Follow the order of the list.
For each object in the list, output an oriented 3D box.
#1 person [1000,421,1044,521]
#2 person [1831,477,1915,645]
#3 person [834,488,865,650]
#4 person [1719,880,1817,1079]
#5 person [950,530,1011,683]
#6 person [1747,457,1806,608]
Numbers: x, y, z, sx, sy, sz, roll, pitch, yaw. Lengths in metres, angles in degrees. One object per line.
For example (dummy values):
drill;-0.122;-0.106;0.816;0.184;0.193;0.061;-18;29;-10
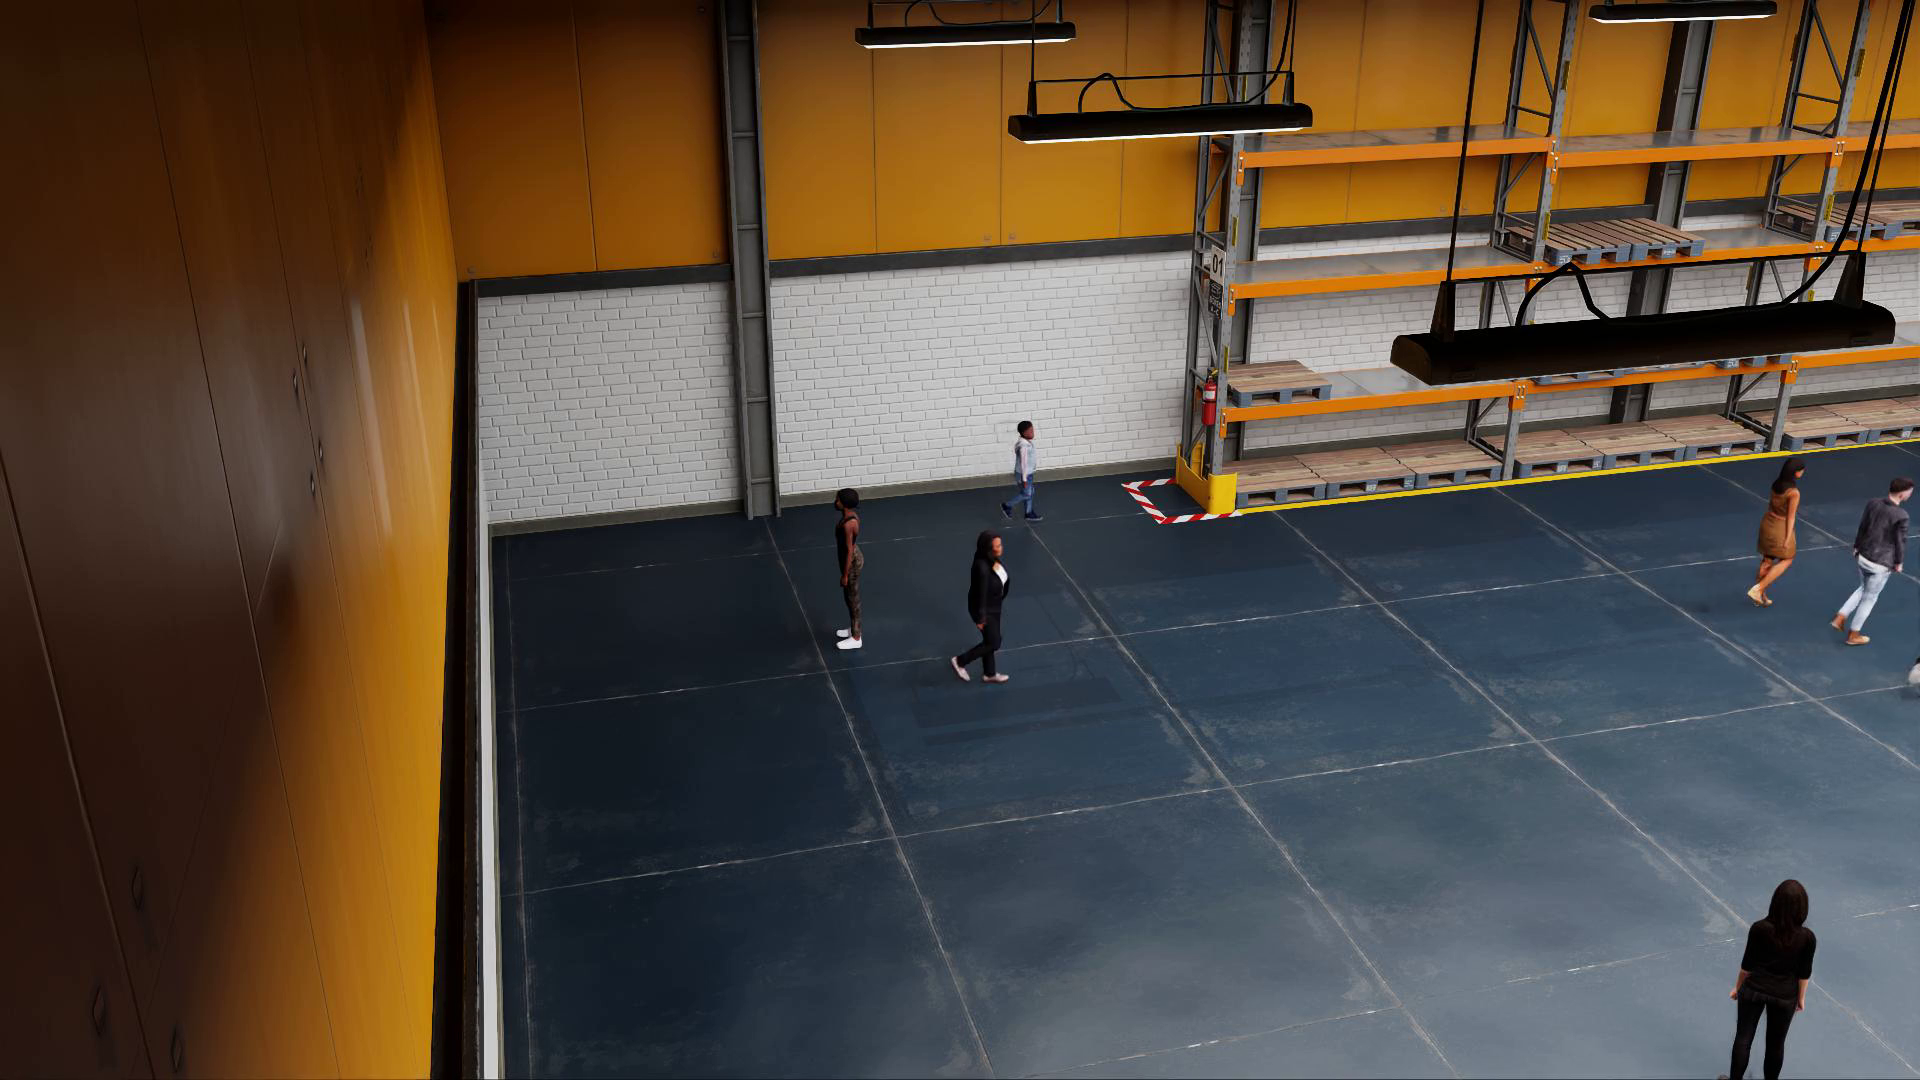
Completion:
person;0.716;-0.815;19.662;0.793;1.250;0.635;3;24;6
person;9.061;0.231;16.558;0.641;1.819;0.668;-8;25;-18
person;-1.106;0.264;16.630;0.597;1.700;0.627;-1;24;-1
person;5.188;2.906;10.661;0.621;1.640;0.725;7;25;17
person;0.174;0.659;15.849;0.900;1.602;0.789;2;24;5
person;8.476;-0.062;17.405;0.668;1.676;0.572;-4;24;-9
